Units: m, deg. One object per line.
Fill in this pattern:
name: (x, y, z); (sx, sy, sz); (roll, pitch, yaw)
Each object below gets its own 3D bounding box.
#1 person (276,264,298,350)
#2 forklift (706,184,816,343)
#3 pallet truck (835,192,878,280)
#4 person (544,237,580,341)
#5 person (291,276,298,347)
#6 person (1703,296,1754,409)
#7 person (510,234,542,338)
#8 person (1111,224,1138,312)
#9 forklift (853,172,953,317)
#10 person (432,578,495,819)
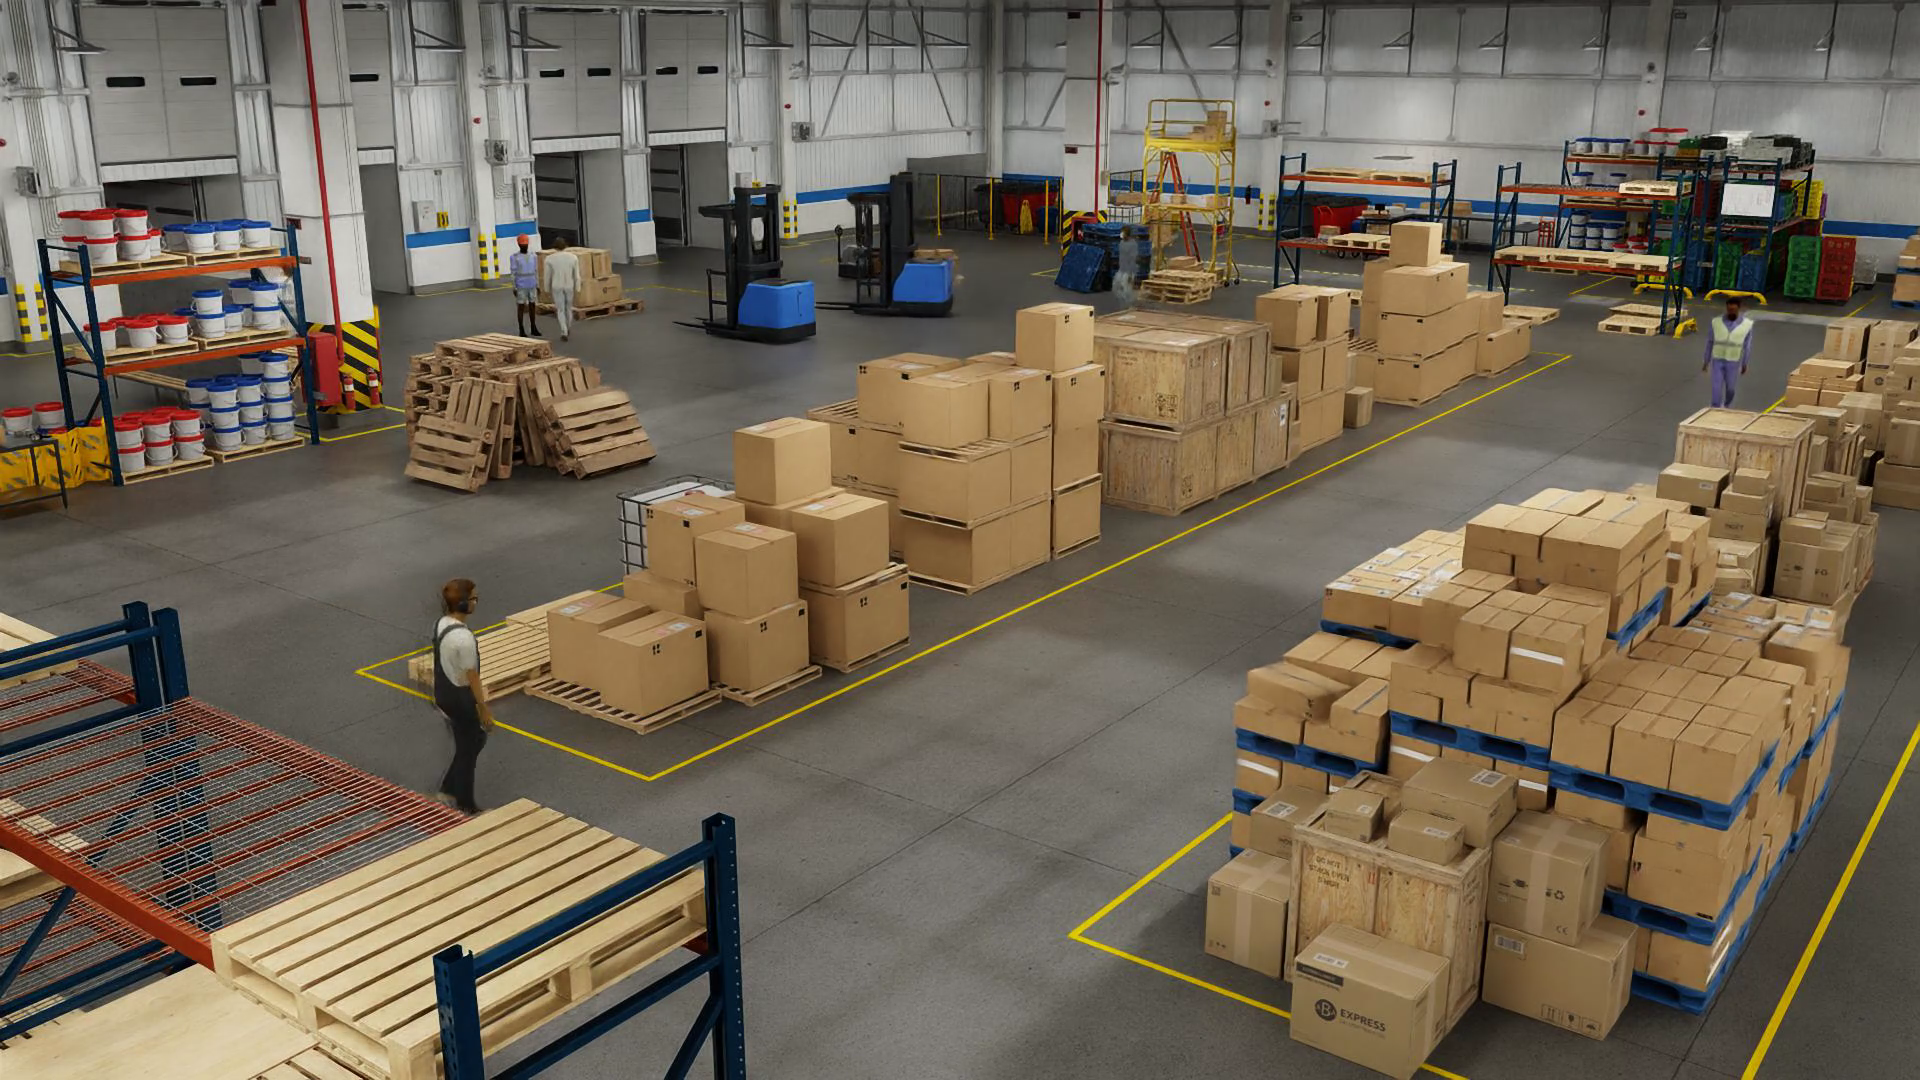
person: (-11.217, -3.809, 28.147); (0.880, 1.850, 0.599); (-14, 21, -38)
forklift: (-3.717, -5.181, 30.929); (1.873, 2.768, 1.129); (12, 21, 35)
pallet truck: (-1.936, -7.159, 38.982); (1.885, 1.965, 0.823); (-12, 21, -34)
person: (-7.398, -4.677, 30.941); (0.643, 1.904, 0.921); (-8, 19, -25)
person: (-11.939, -4.144, 29.651); (0.789, 1.601, 0.535); (-11, 20, -31)
person: (11.111, -2.608, 24.104); (0.594, 1.892, 0.488); (8, 19, 26)
person: (-8.121, -4.768, 31.167); (0.552, 1.936, 0.360); (-14, 22, -38)
person: (3.248, -5.254, 32.806); (0.484, 1.925, 0.637); (-9, 19, -27)
forklift: (-1.139, -6.005, 33.660); (1.873, 2.768, 1.129); (3, 17, 10)
person: (-3.488, 1.157, 11.738); (0.395, 1.833, 0.529); (-11, 20, -32)
